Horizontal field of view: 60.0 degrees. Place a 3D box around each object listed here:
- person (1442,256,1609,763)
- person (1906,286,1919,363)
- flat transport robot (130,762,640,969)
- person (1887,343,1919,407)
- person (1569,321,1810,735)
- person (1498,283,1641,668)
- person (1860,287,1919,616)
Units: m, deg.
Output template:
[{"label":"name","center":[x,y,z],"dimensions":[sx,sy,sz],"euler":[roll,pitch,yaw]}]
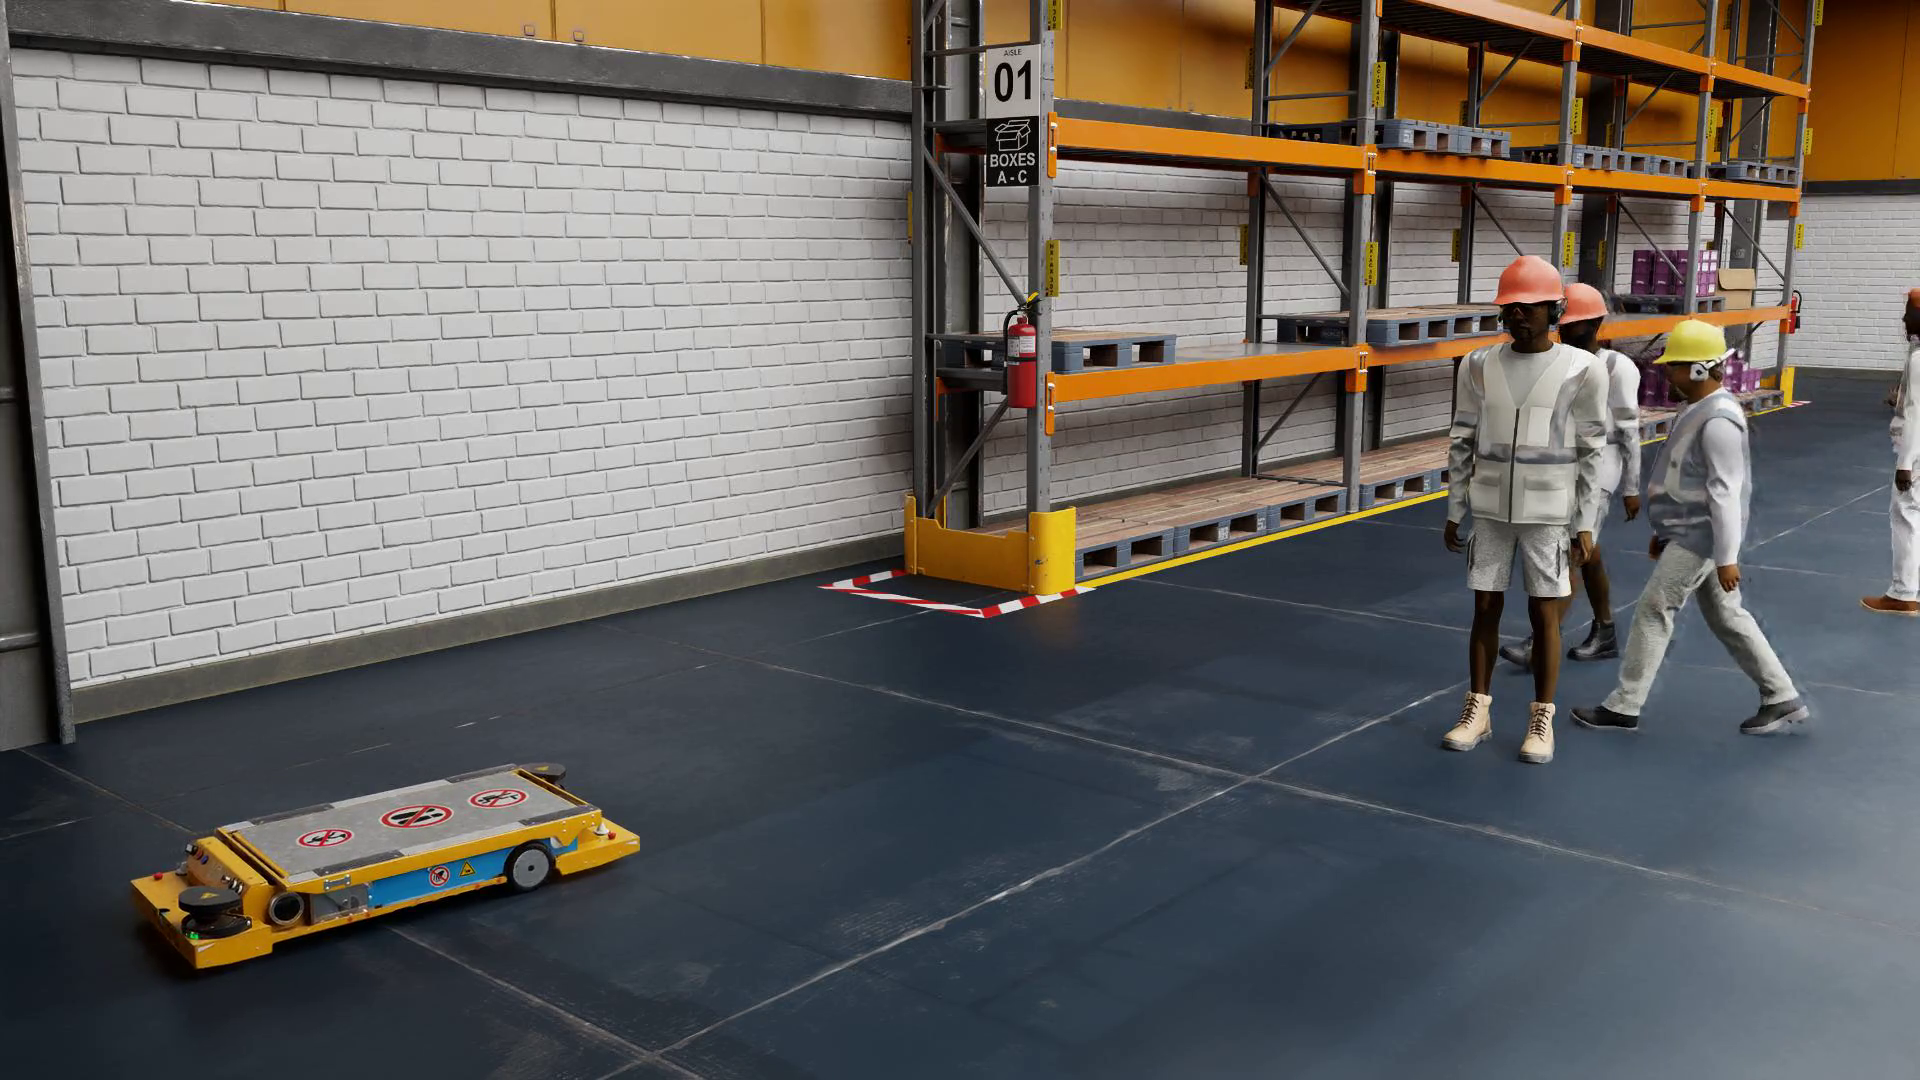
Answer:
[{"label":"person","center":[2.267,-0.118,6.745],"dimensions":[0.614,2.042,0.373],"euler":[7,12,34]},{"label":"person","center":[13.057,-2.770,22.377],"dimensions":[0.986,1.845,0.741],"euler":[-7,12,-35]},{"label":"flat transport robot","center":[-1.831,1.006,5.388],"dimensions":[1.431,0.197,0.652],"euler":[-8,13,-40]},{"label":"person","center":[11.947,-2.501,20.491],"dimensions":[0.631,1.996,1.005],"euler":[-5,11,-25]},{"label":"person","center":[3.180,-0.032,7.044],"dimensions":[0.930,1.788,0.584],"euler":[4,11,20]},{"label":"person","center":[2.962,-0.302,8.198],"dimensions":[0.916,1.893,0.579],"euler":[-4,11,-22]},{"label":"person","center":[5.407,-0.479,9.291],"dimensions":[0.473,1.870,0.613],"euler":[10,14,44]}]
